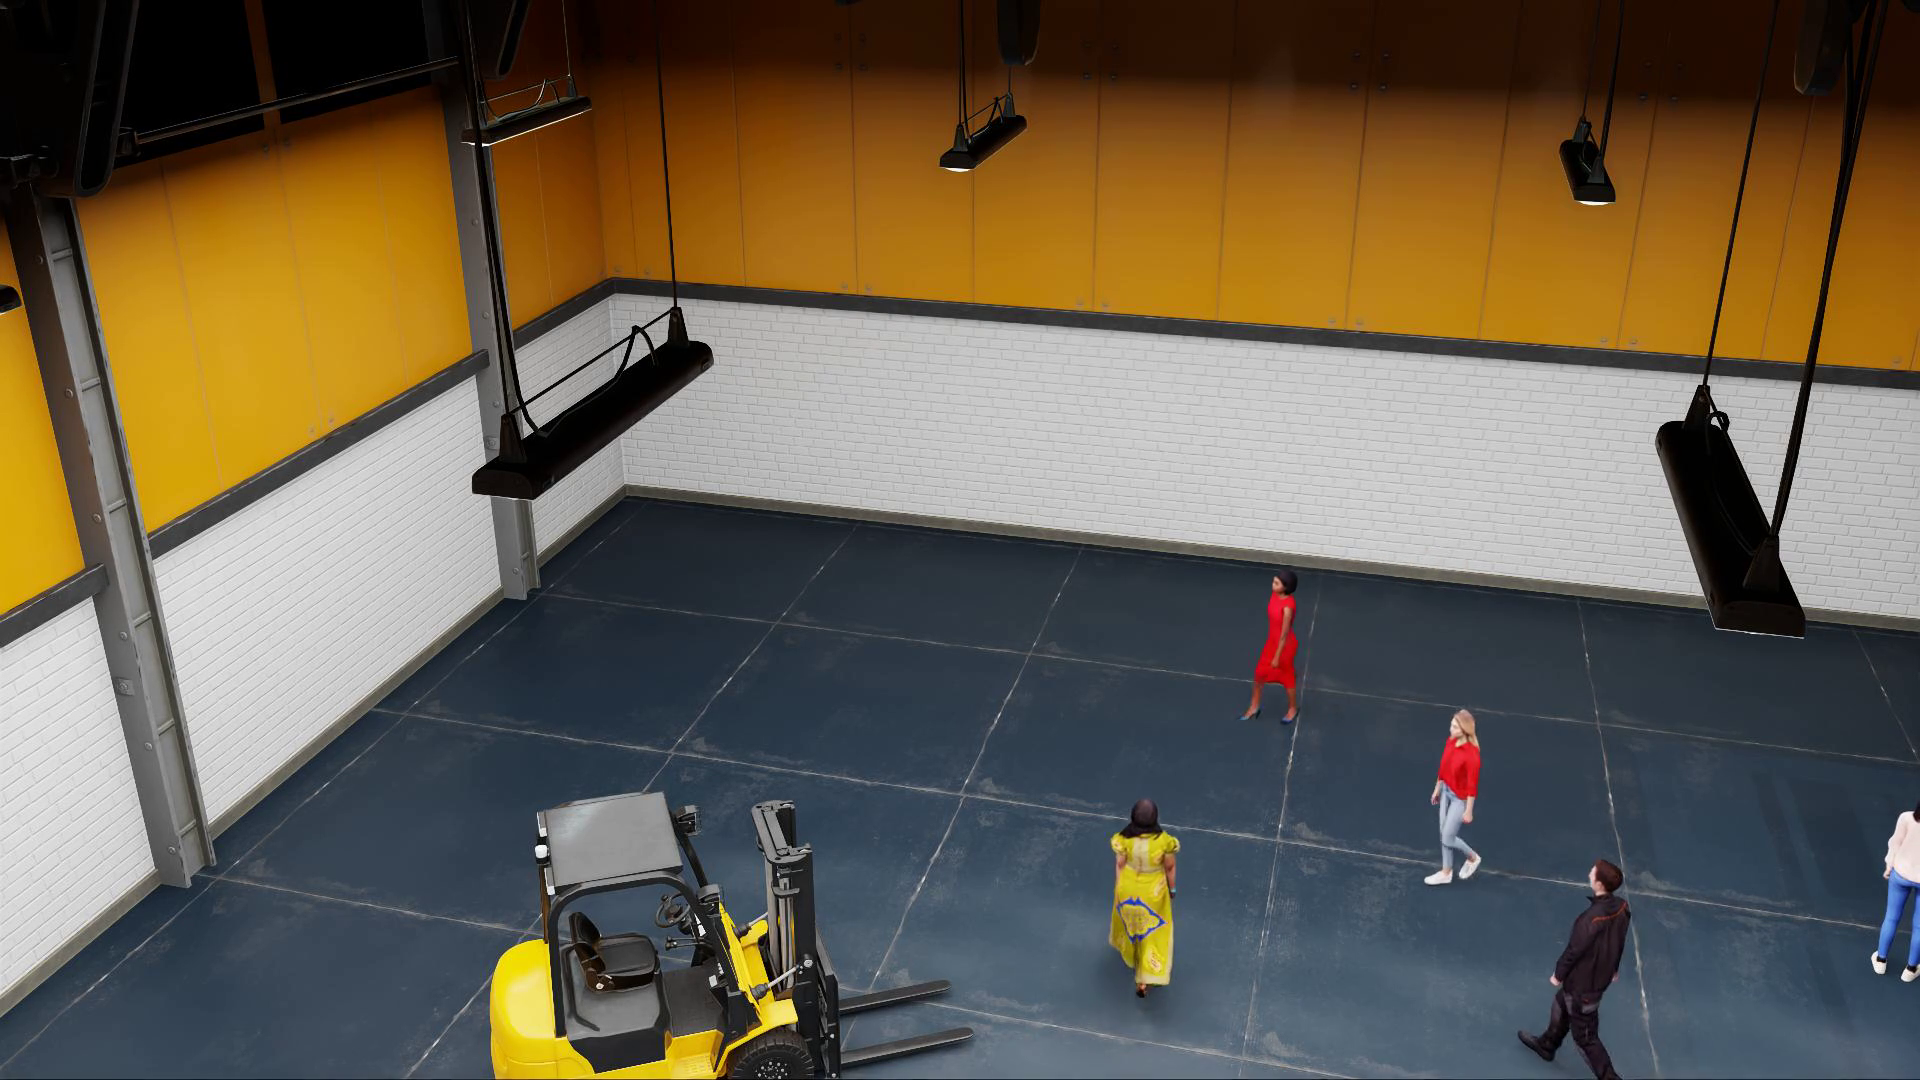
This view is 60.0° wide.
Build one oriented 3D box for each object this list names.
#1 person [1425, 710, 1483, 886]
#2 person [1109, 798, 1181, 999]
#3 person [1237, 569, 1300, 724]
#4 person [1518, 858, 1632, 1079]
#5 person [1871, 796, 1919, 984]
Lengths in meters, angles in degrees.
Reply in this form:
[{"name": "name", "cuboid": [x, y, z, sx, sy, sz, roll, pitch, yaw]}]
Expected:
[{"name": "person", "cuboid": [4.318, 2.215, 14.257, 0.841, 1.692, 0.787, -6, 24, -13]}, {"name": "person", "cuboid": [1.430, 2.799, 12.995, 0.740, 1.634, 1.086, 5, 24, 11]}, {"name": "person", "cuboid": [3.318, 1.092, 16.792, 0.934, 1.720, 0.934, -7, 25, -16]}, {"name": "person", "cuboid": [4.525, 3.177, 11.832, 1.242, 1.872, 1.175, -20, 31, -38]}, {"name": "person", "cuboid": [7.534, 2.677, 13.105, 0.712, 1.769, 0.681, 17, 29, 33]}]
